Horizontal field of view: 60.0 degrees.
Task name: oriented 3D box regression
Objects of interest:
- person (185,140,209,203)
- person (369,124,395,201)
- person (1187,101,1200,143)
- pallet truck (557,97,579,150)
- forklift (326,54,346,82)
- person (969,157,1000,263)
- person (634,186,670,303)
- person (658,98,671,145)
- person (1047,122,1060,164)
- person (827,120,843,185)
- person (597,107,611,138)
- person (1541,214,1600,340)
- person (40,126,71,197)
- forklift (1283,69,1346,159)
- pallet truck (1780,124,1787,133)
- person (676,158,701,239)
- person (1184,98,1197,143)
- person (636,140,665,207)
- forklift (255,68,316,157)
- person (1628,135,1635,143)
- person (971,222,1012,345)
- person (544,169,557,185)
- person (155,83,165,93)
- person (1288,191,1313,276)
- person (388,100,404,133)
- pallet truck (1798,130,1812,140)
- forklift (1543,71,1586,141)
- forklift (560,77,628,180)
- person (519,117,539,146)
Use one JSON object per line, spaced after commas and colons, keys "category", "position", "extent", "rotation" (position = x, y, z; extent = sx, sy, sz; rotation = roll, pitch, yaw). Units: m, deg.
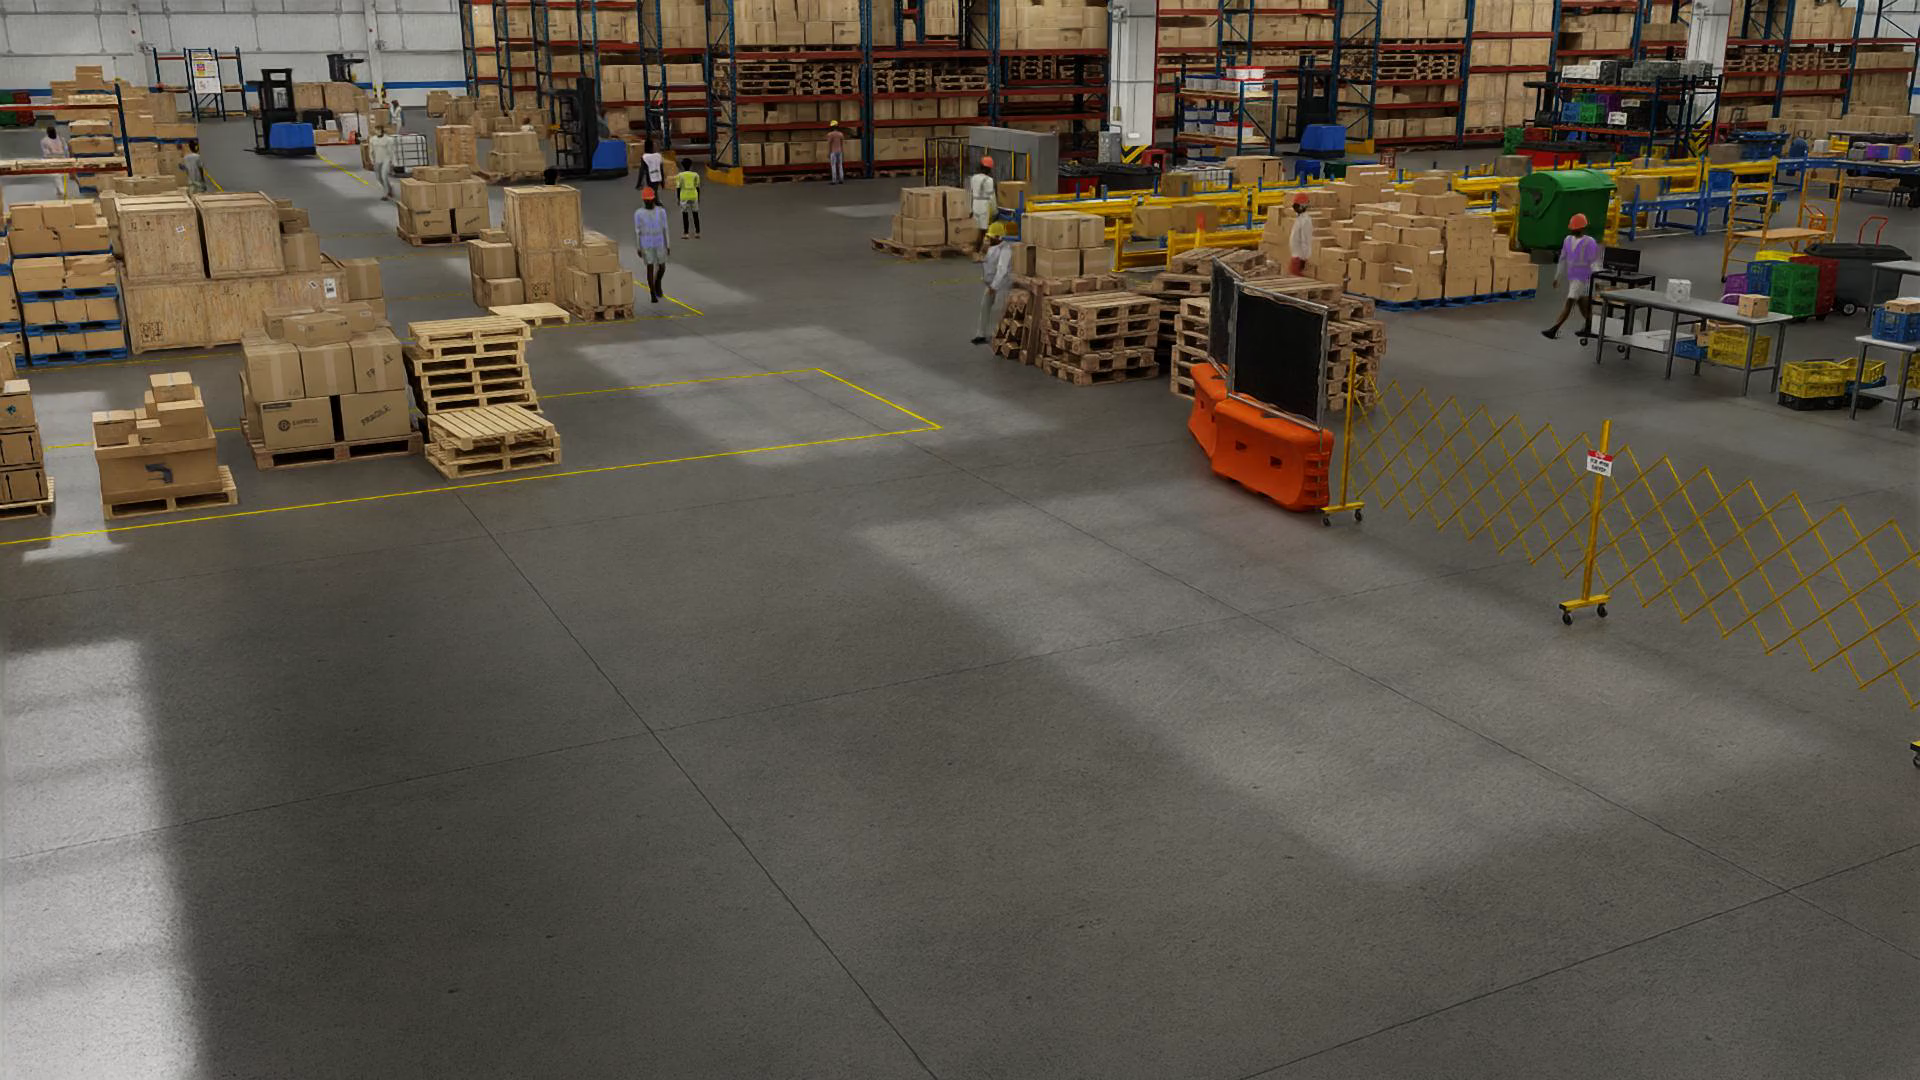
{"category": "person", "position": [-17.440, -8.247, 38.218], "extent": [0.563, 1.836, 0.844], "rotation": [5, 19, 16]}
{"category": "person", "position": [-14.699, -9.632, 42.401], "extent": [0.644, 1.927, 0.635], "rotation": [2, 18, 7]}
{"category": "person", "position": [8.215, -14.699, 58.681], "extent": [0.512, 1.617, 0.466], "rotation": [0, 18, 1]}
{"category": "pallet truck", "position": [-13.495, -14.412, 57.188], "extent": [0.823, 1.965, 1.885], "rotation": [-3, 18, -9]}
{"category": "forklift", "position": [-26.571, -19.320, 71.065], "extent": [1.873, 2.768, 1.129], "rotation": [1, 18, 4]}
{"category": "person", "position": [0.469, -6.360, 32.060], "extent": [0.591, 2.009, 0.609], "rotation": [-11, 21, -31]}
{"category": "person", "position": [-5.129, -4.931, 27.755], "extent": [0.571, 1.920, 0.427], "rotation": [-6, 19, -18]}
{"category": "person", "position": [-9.604, -13.410, 54.175], "extent": [0.374, 1.928, 0.542], "rotation": [-9, 20, -25]}
{"category": "person", "position": [2.423, -9.955, 43.472], "extent": [0.424, 1.892, 0.652], "rotation": [-11, 21, -31]}
{"category": "person", "position": [-3.470, -10.765, 46.207], "extent": [0.518, 1.756, 0.343], "rotation": [-16, 24, -40]}
{"category": "person", "position": [-10.647, -11.991, 49.836], "extent": [1.042, 1.873, 0.640], "rotation": [5, 18, 14]}
{"category": "person", "position": [9.113, -3.887, 24.597], "extent": [1.018, 1.867, 0.573], "rotation": [-7, 19, -22]}
{"category": "person", "position": [-23.584, -9.880, 43.384], "extent": [0.920, 1.803, 0.615], "rotation": [15, 23, 38]}
{"category": "forklift", "position": [11.615, -13.871, 54.079], "extent": [1.129, 2.768, 1.873], "rotation": [-9, 20, -27]}
{"category": "pallet truck", "position": [25.206, -12.542, 52.601], "extent": [1.601, 1.201, 0.680], "rotation": [0, 18, -2]}
{"category": "person", "position": [-5.768, -7.251, 35.348], "extent": [0.537, 1.695, 0.320], "rotation": [-8, 20, -24]}
{"category": "person", "position": [7.495, -13.756, 55.178], "extent": [0.723, 1.976, 0.639], "rotation": [11, 21, 32]}
{"category": "person", "position": [-7.094, -8.146, 37.841], "extent": [0.979, 1.871, 0.619], "rotation": [11, 21, 31]}
{"category": "forklift", "position": [-22.375, -14.116, 54.842], "extent": [1.873, 2.768, 1.129], "rotation": [13, 22, 34]}
{"category": "person", "position": [24.148, -15.103, 59.728], "extent": [0.324, 1.760, 0.523], "rotation": [3, 18, 9]}
{"category": "person", "position": [0.530, -3.701, 24.107], "extent": [0.603, 1.798, 0.609], "rotation": [-9, 20, -25]}
{"category": "person", "position": [-7.375, -5.778, 30.319], "extent": [0.608, 1.966, 0.370], "rotation": [13, 22, 34]}
{"category": "person", "position": [-31.271, -16.928, 65.215], "extent": [1.006, 1.876, 0.561], "rotation": [-3, 18, -11]}
{"category": "person", "position": [5.444, -4.539, 26.433], "extent": [0.648, 1.981, 0.629], "rotation": [1, 18, 5]}
{"category": "person", "position": [-20.024, -14.848, 59.194], "extent": [0.513, 1.596, 0.858], "rotation": [5, 18, 16]}
{"category": "pallet truck", "position": [25.526, -11.556, 49.408], "extent": [1.630, 1.274, 0.653], "rotation": [-9, 20, -26]}
{"category": "forklift", "position": [18.685, -13.231, 52.085], "extent": [1.873, 2.768, 1.129], "rotation": [-9, 20, -26]}
{"category": "forklift", "position": [-10.605, -11.778, 47.552], "extent": [1.873, 2.768, 1.129], "rotation": [-9, 20, -26]}
{"category": "person", "position": [-12.976, -11.890, 49.974], "extent": [0.516, 1.596, 0.850], "rotation": [8, 19, 23]}
